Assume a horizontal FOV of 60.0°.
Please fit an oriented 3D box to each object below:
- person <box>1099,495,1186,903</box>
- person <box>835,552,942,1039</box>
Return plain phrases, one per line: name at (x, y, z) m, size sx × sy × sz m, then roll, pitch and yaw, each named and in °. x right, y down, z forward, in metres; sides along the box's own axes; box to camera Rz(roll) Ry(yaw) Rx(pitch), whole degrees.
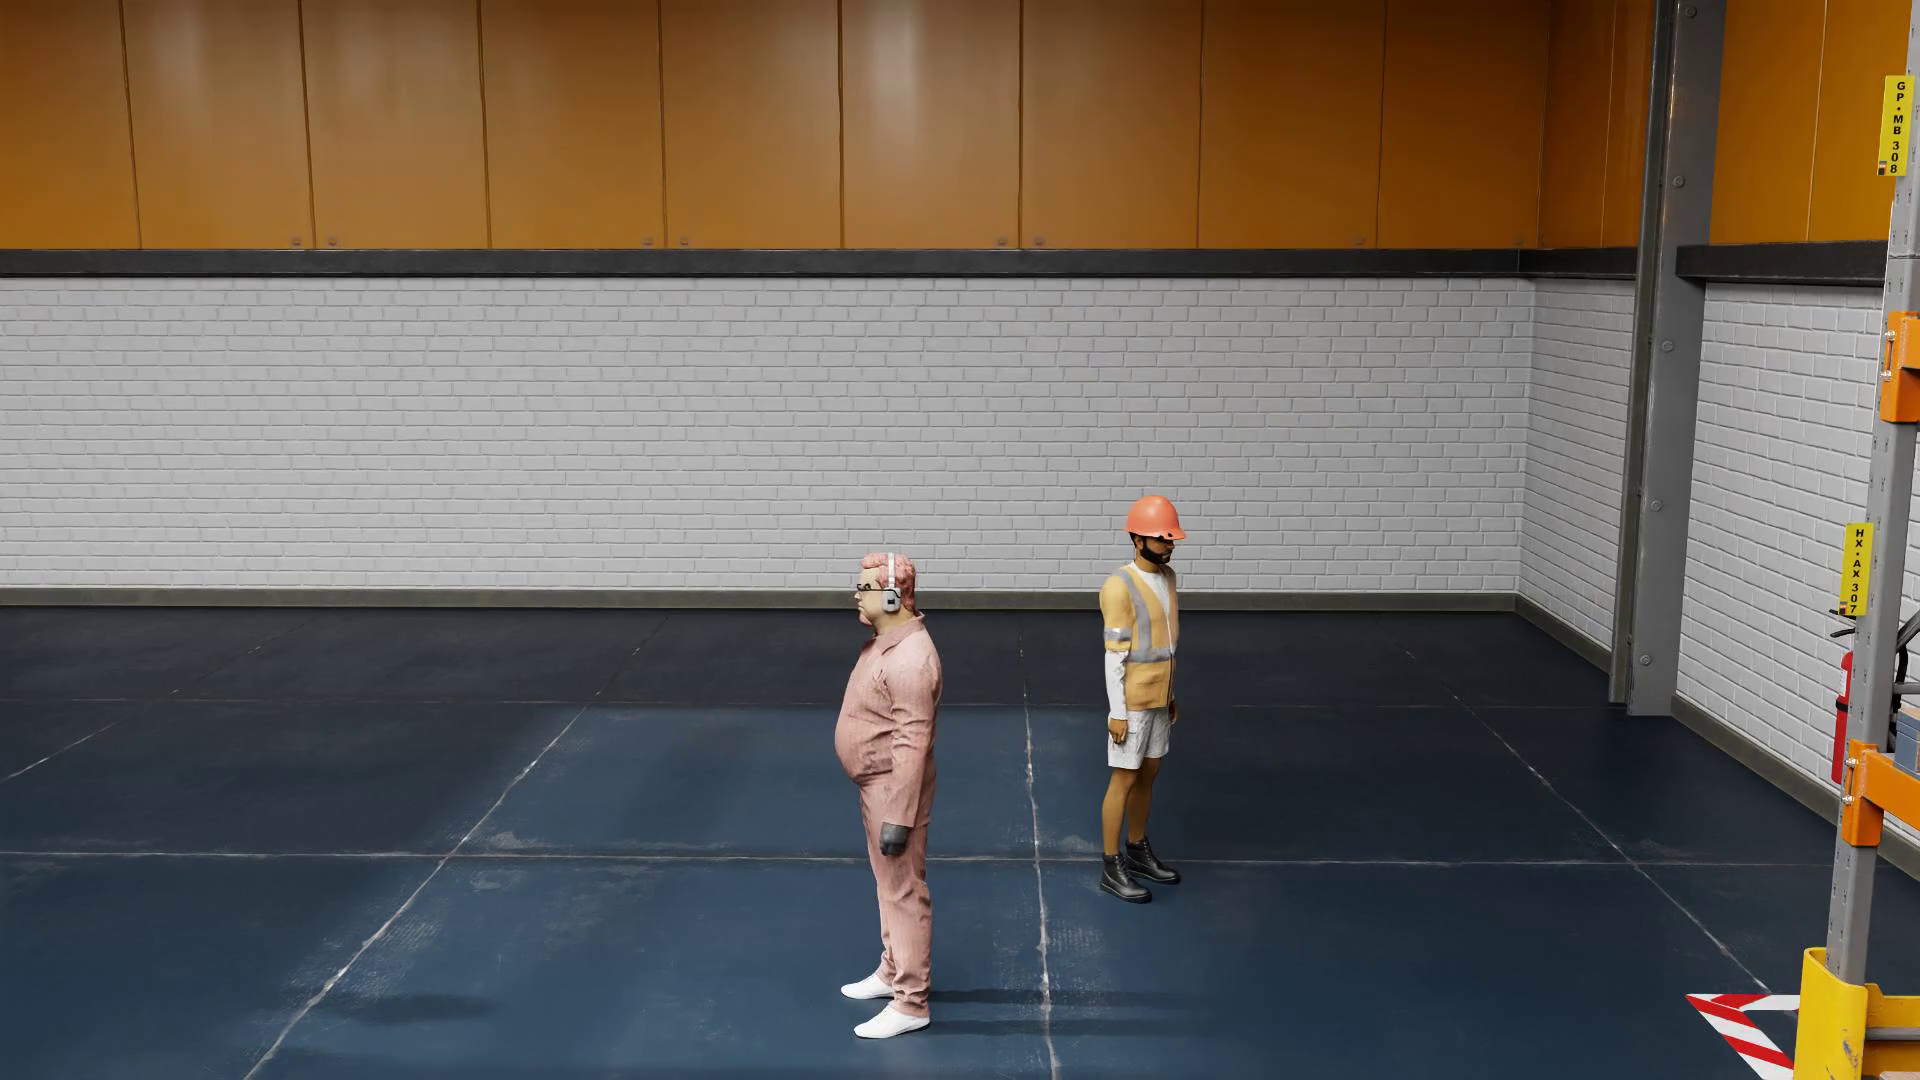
person at (0.895, 0.743, 7.930) m, size 0.374 × 1.935 × 0.552 m, roll 7°, pitch 12°, yaw 36°
person at (-0.286, 0.989, 6.553) m, size 0.409 × 1.909 × 0.642 m, roll -2°, pitch 10°, yaw -10°
